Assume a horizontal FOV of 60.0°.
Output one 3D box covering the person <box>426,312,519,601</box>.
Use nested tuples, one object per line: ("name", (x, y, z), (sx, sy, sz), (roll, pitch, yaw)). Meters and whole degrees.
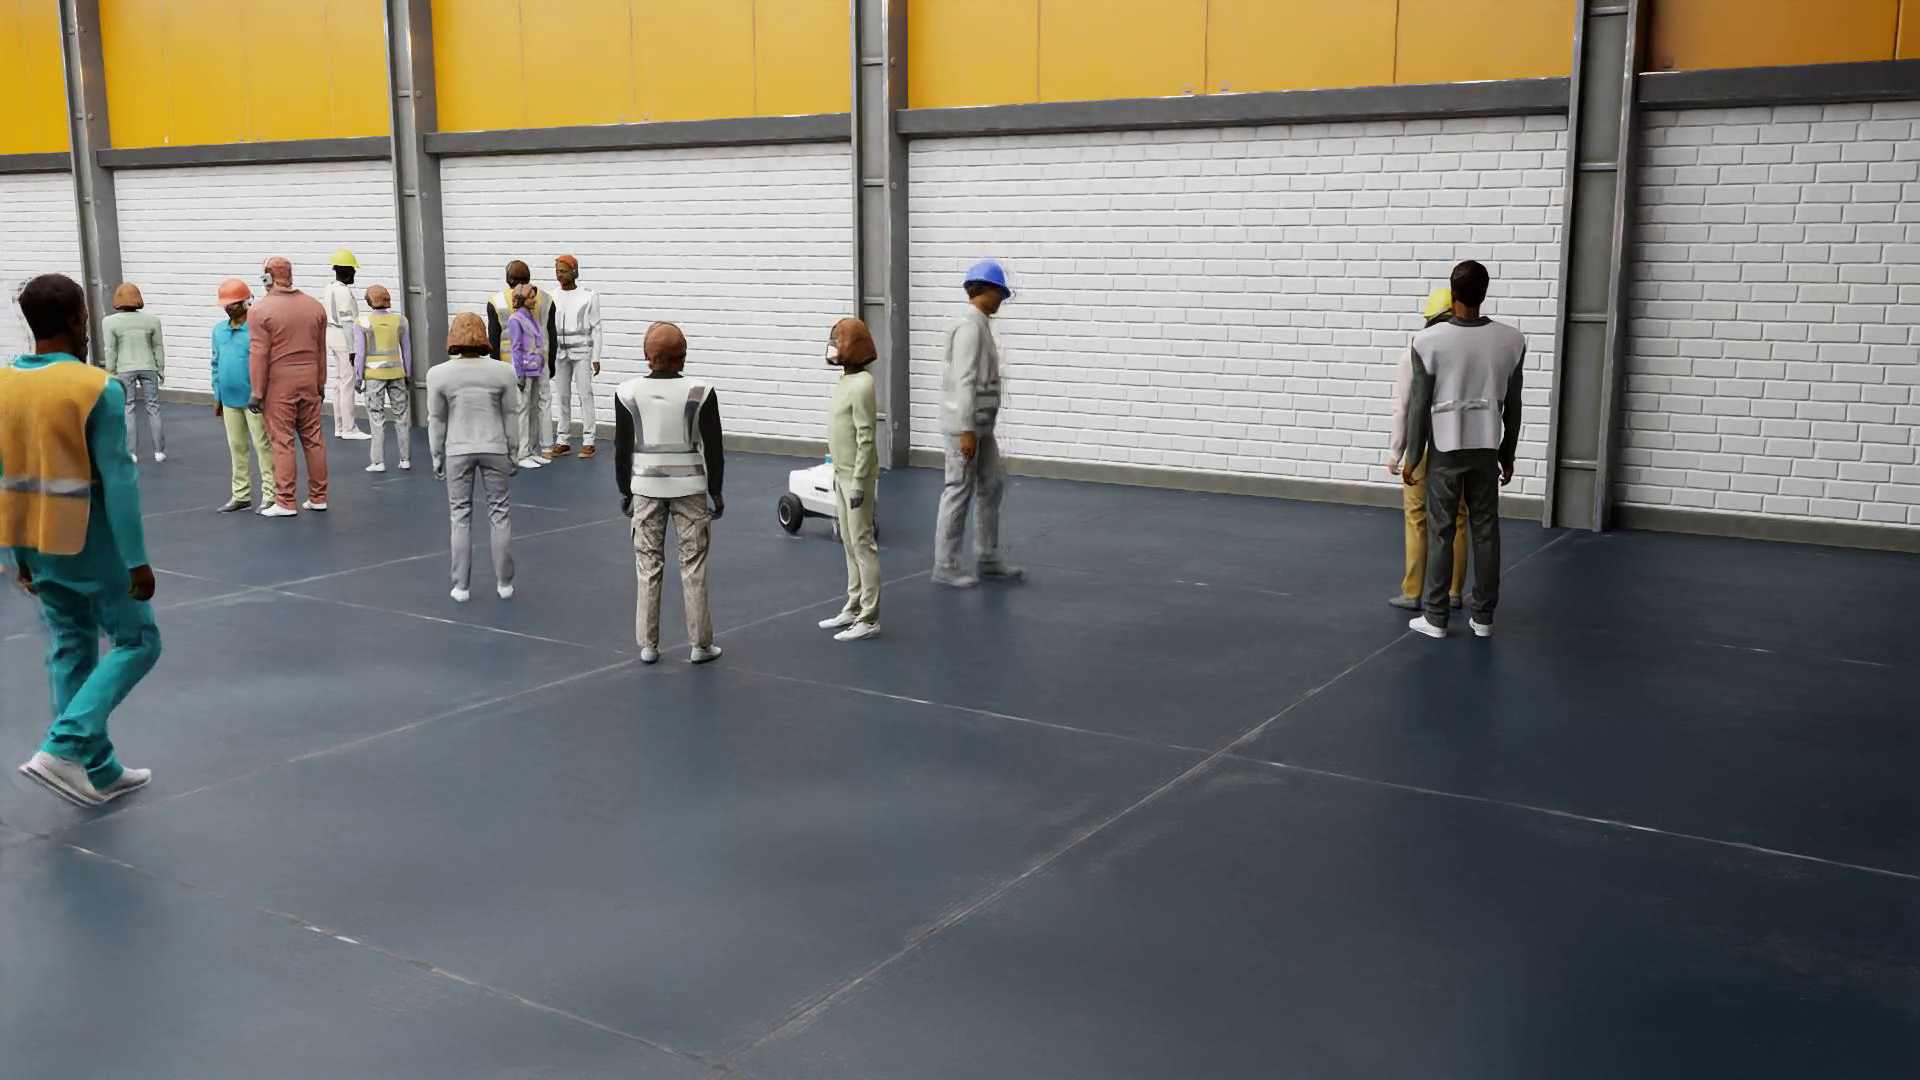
("person", (-2.728, -0.465, 9.365), (0.492, 1.625, 0.280), (-3, 11, -16))

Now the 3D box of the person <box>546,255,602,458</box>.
("person", (-3.617, -1.700, 15.495), (0.584, 1.879, 0.337), (2, 11, 13))

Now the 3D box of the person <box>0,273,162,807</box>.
("person", (-3.120, 0.026, 5.843), (0.625, 1.906, 0.503), (4, 11, 19))

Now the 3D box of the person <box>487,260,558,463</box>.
("person", (-3.967, -1.610, 15.103), (0.623, 1.846, 0.430), (-5, 11, -24))

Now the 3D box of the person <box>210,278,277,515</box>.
("person", (-5.303, -1.059, 12.305), (0.571, 1.747, 0.334), (3, 11, 17))

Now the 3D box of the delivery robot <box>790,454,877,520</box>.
("delivery robot", (-0.870, -0.347, 11.411), (0.477, 0.478, 0.707), (-7, 12, -35))

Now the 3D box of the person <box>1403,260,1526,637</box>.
("person", (2.556, -0.450, 8.462), (0.588, 1.920, 0.392), (-1, 10, -4))

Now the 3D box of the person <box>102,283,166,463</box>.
("person", (-7.515, -1.519, 15.166), (0.500, 1.636, 0.280), (-8, 13, -37))

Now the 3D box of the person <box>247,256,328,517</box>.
("person", (-4.951, -1.122, 12.229), (0.408, 1.906, 0.638), (6, 12, 30))

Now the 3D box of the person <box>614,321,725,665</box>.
("person", (-1.377, -0.216, 7.922), (0.522, 1.645, 0.306), (0, 10, 3))

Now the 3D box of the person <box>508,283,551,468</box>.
("person", (-3.868, -1.465, 14.861), (0.306, 1.639, 0.523), (1, 10, 4))

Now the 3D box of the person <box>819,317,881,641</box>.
("person", (-0.556, -0.310, 8.470), (0.280, 1.636, 0.500), (-3, 11, -17))

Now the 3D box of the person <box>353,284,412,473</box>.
("person", (-5.031, -1.405, 14.525), (0.523, 1.640, 0.306), (-9, 14, -42))

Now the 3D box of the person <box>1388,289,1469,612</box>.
("person", (2.609, -0.485, 9.108), (0.532, 1.761, 0.344), (-2, 10, -11))

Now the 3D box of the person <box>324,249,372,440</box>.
("person", (-6.236, -1.977, 16.902), (0.359, 1.924, 0.594), (-7, 12, -33))

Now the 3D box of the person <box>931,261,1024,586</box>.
("person", (0.078, -0.656, 9.697), (0.425, 1.911, 0.646), (2, 10, 12))
